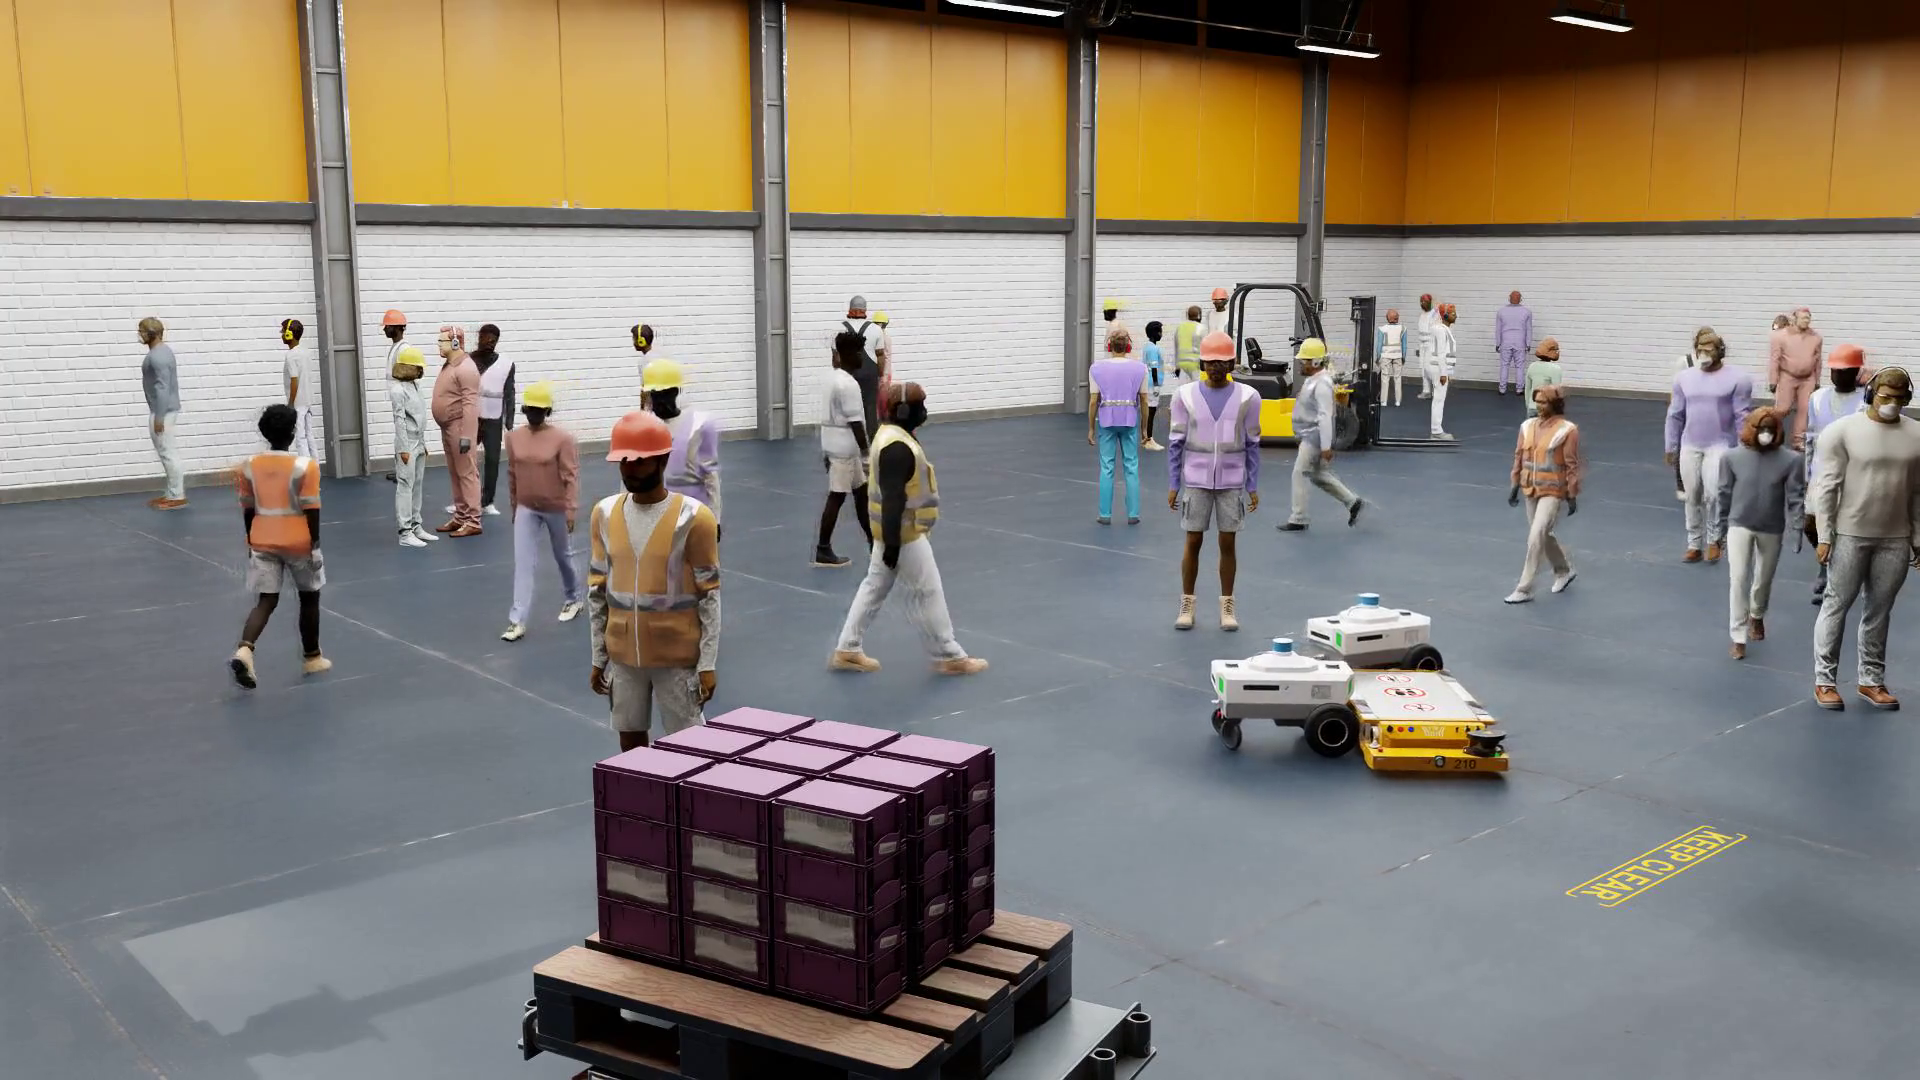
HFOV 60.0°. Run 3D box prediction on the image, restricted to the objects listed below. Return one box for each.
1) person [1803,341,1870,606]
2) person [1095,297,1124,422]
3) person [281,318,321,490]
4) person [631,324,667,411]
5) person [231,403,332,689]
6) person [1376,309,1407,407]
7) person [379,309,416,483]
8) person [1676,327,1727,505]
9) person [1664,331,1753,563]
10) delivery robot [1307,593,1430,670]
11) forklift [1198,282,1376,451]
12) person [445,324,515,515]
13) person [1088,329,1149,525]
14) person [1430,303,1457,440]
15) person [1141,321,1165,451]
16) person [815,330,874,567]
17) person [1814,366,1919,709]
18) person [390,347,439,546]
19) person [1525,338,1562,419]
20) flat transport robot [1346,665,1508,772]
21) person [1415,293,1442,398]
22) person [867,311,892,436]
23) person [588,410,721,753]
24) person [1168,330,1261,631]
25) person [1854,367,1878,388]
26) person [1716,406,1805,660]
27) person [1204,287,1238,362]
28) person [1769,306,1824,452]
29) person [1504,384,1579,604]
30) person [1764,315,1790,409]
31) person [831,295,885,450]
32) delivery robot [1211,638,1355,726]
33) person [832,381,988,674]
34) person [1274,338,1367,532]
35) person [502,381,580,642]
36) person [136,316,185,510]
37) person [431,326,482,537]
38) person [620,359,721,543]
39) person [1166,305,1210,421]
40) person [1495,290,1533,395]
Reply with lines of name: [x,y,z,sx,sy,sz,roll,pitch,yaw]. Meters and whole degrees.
person: [6.368,-0.475,12.054,0.449,1.924,0.552,-7,12,-36]
person: [2.240,-2.712,25.213,0.654,1.905,0.603,1,10,6]
person: [-7.079,-1.421,17.770,0.328,1.869,0.520,0,10,1]
person: [-3.197,-1.314,17.245,0.751,1.828,0.543,3,10,15]
person: [-4.024,0.037,9.793,0.533,1.677,0.745,1,10,8]
person: [7.252,-3.052,27.983,0.523,1.639,0.309,-1,10,-5]
person: [-6.281,-1.606,18.643,0.360,1.939,0.543,-6,11,-30]
person: [7.545,-1.250,16.949,0.513,1.804,0.918,2,10,10]
person: [6.111,-0.745,13.663,0.645,1.920,0.472,9,13,42]
delivery robot: [2.394,0.557,9.749,0.707,0.478,0.477,-4,11,-24]
forklift: [4.328,-2.346,22.227,2.313,2.155,1.214,3,10,16]
person: [-4.680,-1.170,16.286,0.690,1.883,0.370,-1,10,-5]
person: [1.493,-1.054,15.680,0.569,1.843,0.373,0,10,-1]
person: [6.672,-2.314,22.947,0.354,1.883,0.573,3,10,17]
person: [2.518,-2.017,21.750,0.318,1.699,0.534,0,10,-3]
person: [-0.811,-0.744,13.607,0.916,1.926,0.617,-3,10,-16]
person: [5.099,-0.009,9.310,0.627,1.934,0.371,0,10,1]
person: [-4.808,-0.821,14.620,0.300,1.742,0.486,0,10,3]
person: [6.461,-1.418,18.429,0.282,1.633,0.501,-4,11,-24]
flat transport robot: [2.367,0.915,8.756,0.652,0.197,1.431,1,10,3]
person: [8.317,-3.445,29.610,0.408,1.866,0.599,-4,11,-24]
person: [-1.114,-2.308,23.248,0.299,1.772,0.533,-4,11,-23]
person: [-1.228,0.450,6.608,0.553,1.935,0.361,3,10,15]
person: [1.714,-0.390,11.226,0.615,2.038,0.395,1,10,7]
person: [7.517,-0.644,13.943,0.524,1.621,0.390,-1,10,-9]
person: [5.137,-0.080,10.709,0.519,1.599,0.822,4,10,22]
person: [4.092,-2.962,26.271,0.605,2.045,0.388,7,12,35]
person: [10.897,-2.105,21.731,0.651,1.890,0.611,1,10,4]
person: [4.344,-0.358,12.291,0.813,1.603,0.528,-5,11,-29]
person: [12.791,-2.690,25.889,0.431,1.624,0.507,-1,10,-5]
person: [-1.308,-2.150,21.529,0.688,2.000,0.536,0,10,1]
delivery robot: [1.660,0.752,8.608,0.707,0.478,0.477,0,10,3]
person: [-0.345,-0.064,10.052,0.945,1.796,0.639,-1,10,-6]
person: [3.323,-0.945,15.198,0.773,1.802,0.580,2,10,9]
person: [-2.814,-0.222,11.222,0.531,1.708,0.954,1,10,9]
person: [-7.994,-1.268,16.659,0.353,1.937,0.635,-4,10,-21]
person: [-4.574,-0.983,15.091,0.409,1.908,0.639,-6,12,-33]
person: [-1.806,-0.149,10.214,0.613,1.902,0.674,2,10,10]
person: [3.389,-2.549,24.518,0.629,1.822,0.646,-8,12,-39]
person: [10.089,-3.586,30.315,0.644,1.913,0.408,4,10,20]
